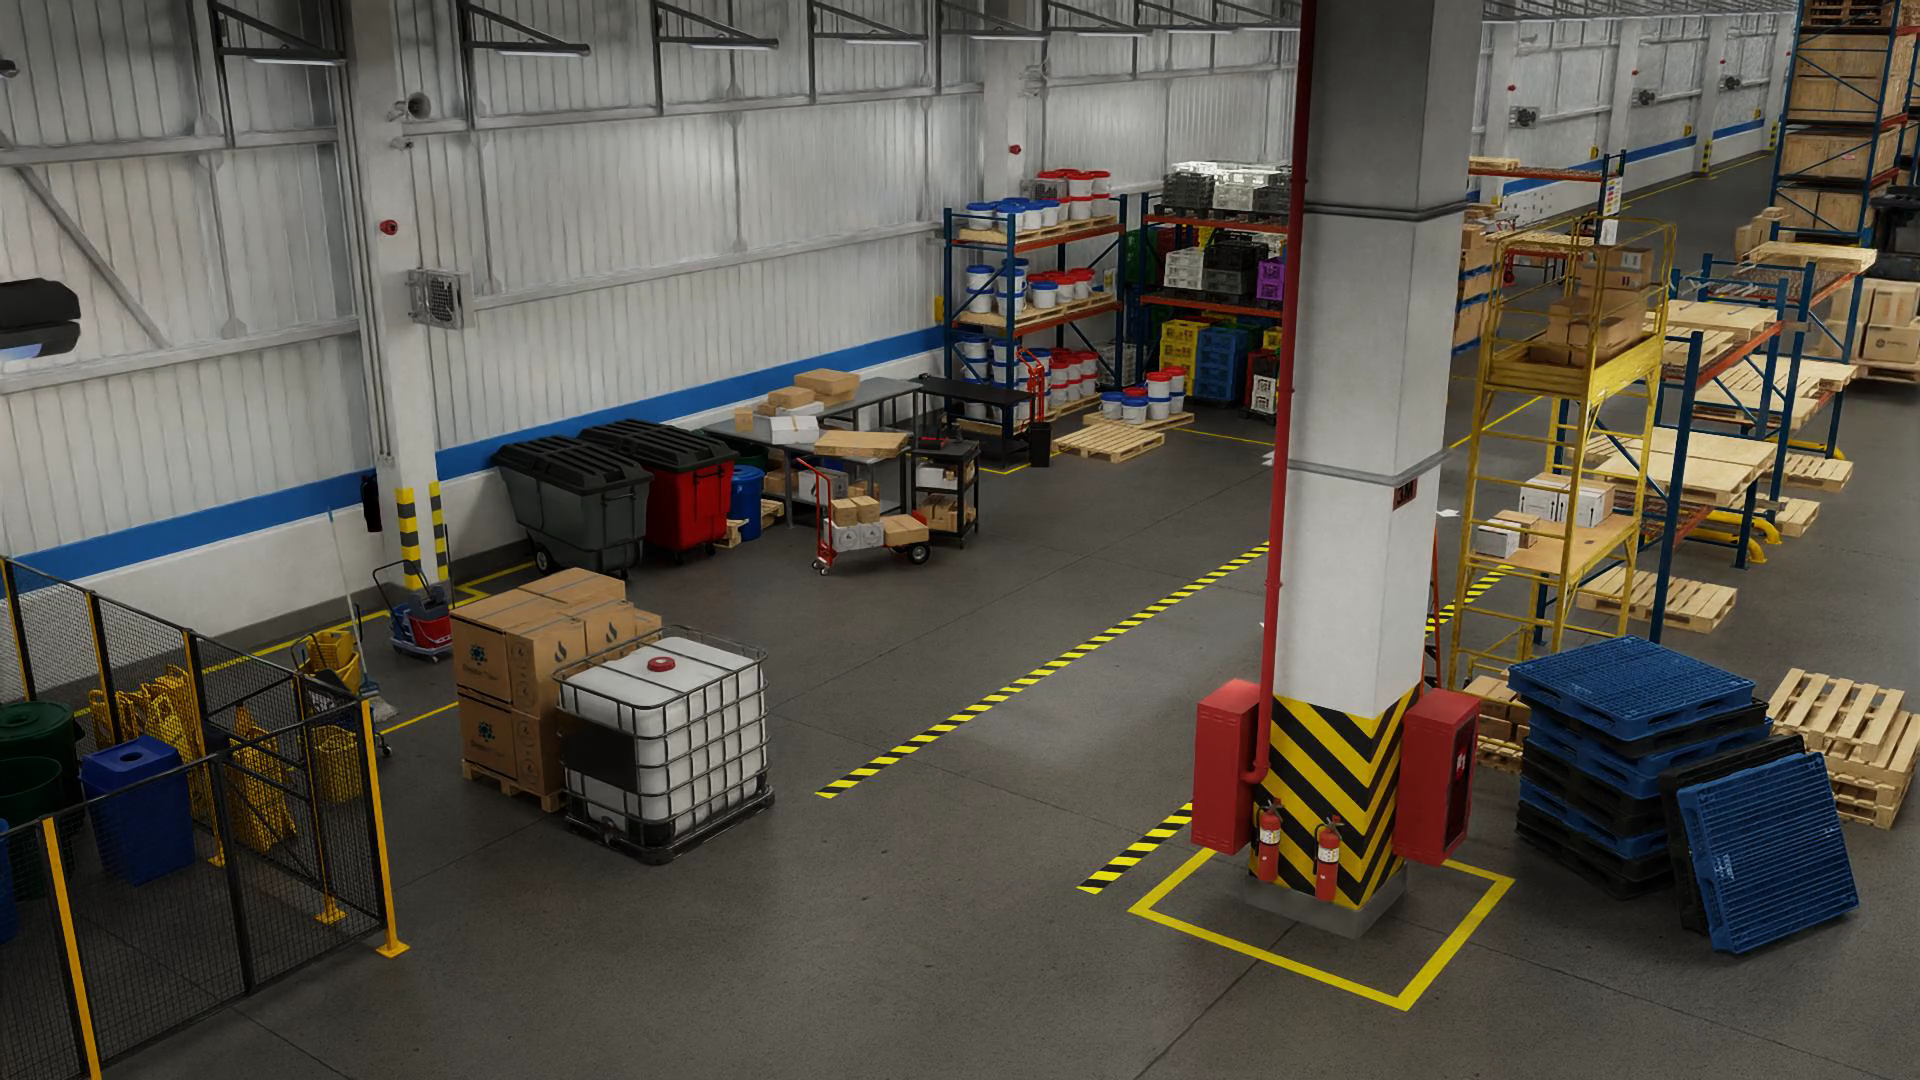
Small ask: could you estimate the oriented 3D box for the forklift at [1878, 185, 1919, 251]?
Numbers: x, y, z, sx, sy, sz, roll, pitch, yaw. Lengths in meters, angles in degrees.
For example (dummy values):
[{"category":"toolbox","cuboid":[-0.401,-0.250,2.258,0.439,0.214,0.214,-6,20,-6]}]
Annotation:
[{"category":"forklift","cuboid":[15.101,-4.223,26.543,1.129,2.768,1.873,13,22,34]}]
